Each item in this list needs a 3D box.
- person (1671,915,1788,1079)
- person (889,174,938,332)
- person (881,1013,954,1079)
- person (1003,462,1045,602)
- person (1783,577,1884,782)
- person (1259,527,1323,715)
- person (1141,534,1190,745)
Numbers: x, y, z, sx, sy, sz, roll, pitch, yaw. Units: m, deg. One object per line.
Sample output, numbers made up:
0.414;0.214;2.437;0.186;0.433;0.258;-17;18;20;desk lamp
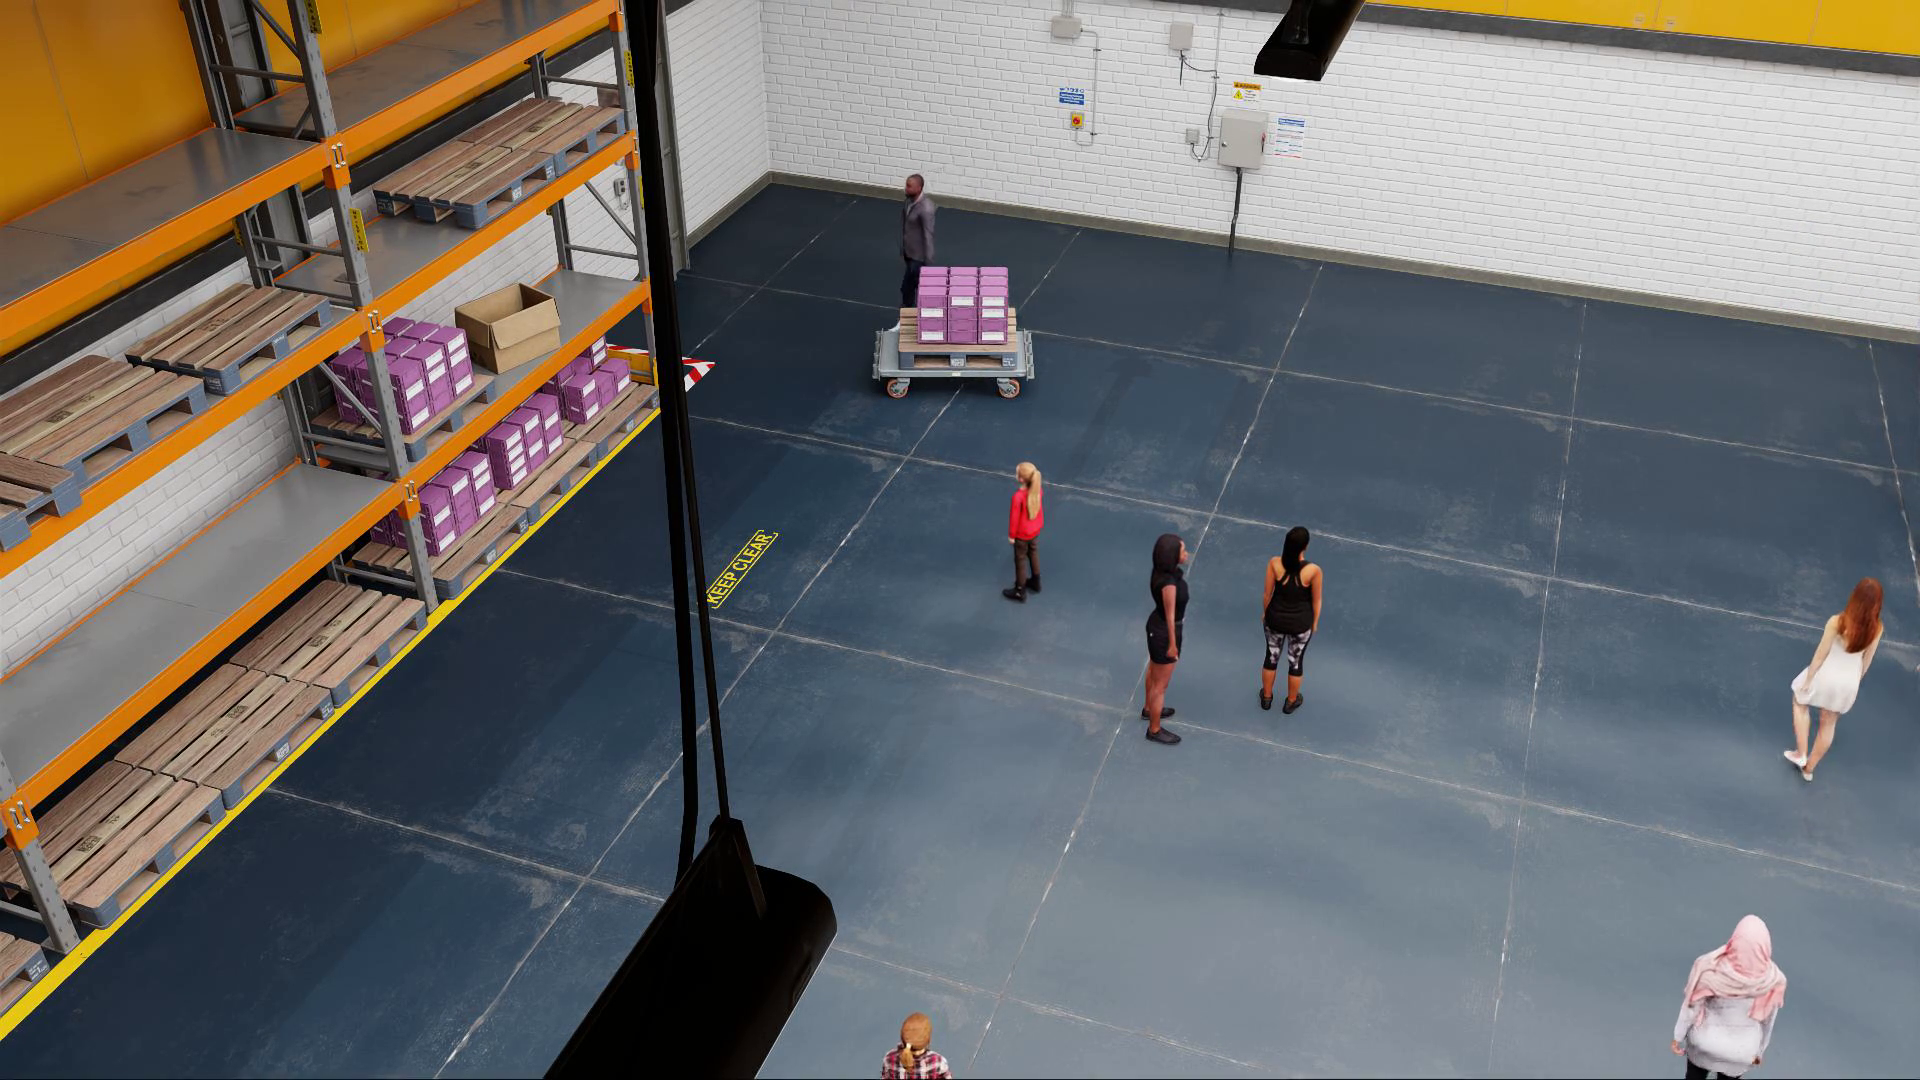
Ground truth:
4.149;2.790;9.047;0.636;1.791;0.857;11;35;16;person
-0.370;-3.075;17.874;1.243;1.789;1.184;-14;36;-20;person
-0.247;3.122;9.020;0.632;1.270;0.922;6;34;8;person
0.549;-0.087;13.837;0.618;1.280;0.519;27;42;34;person
6.204;1.039;11.764;0.625;1.701;0.622;5;34;8;person
2.470;0.586;12.482;0.567;1.660;0.492;11;35;16;person
1.505;0.701;12.236;0.723;1.740;0.575;0;34;0;person
